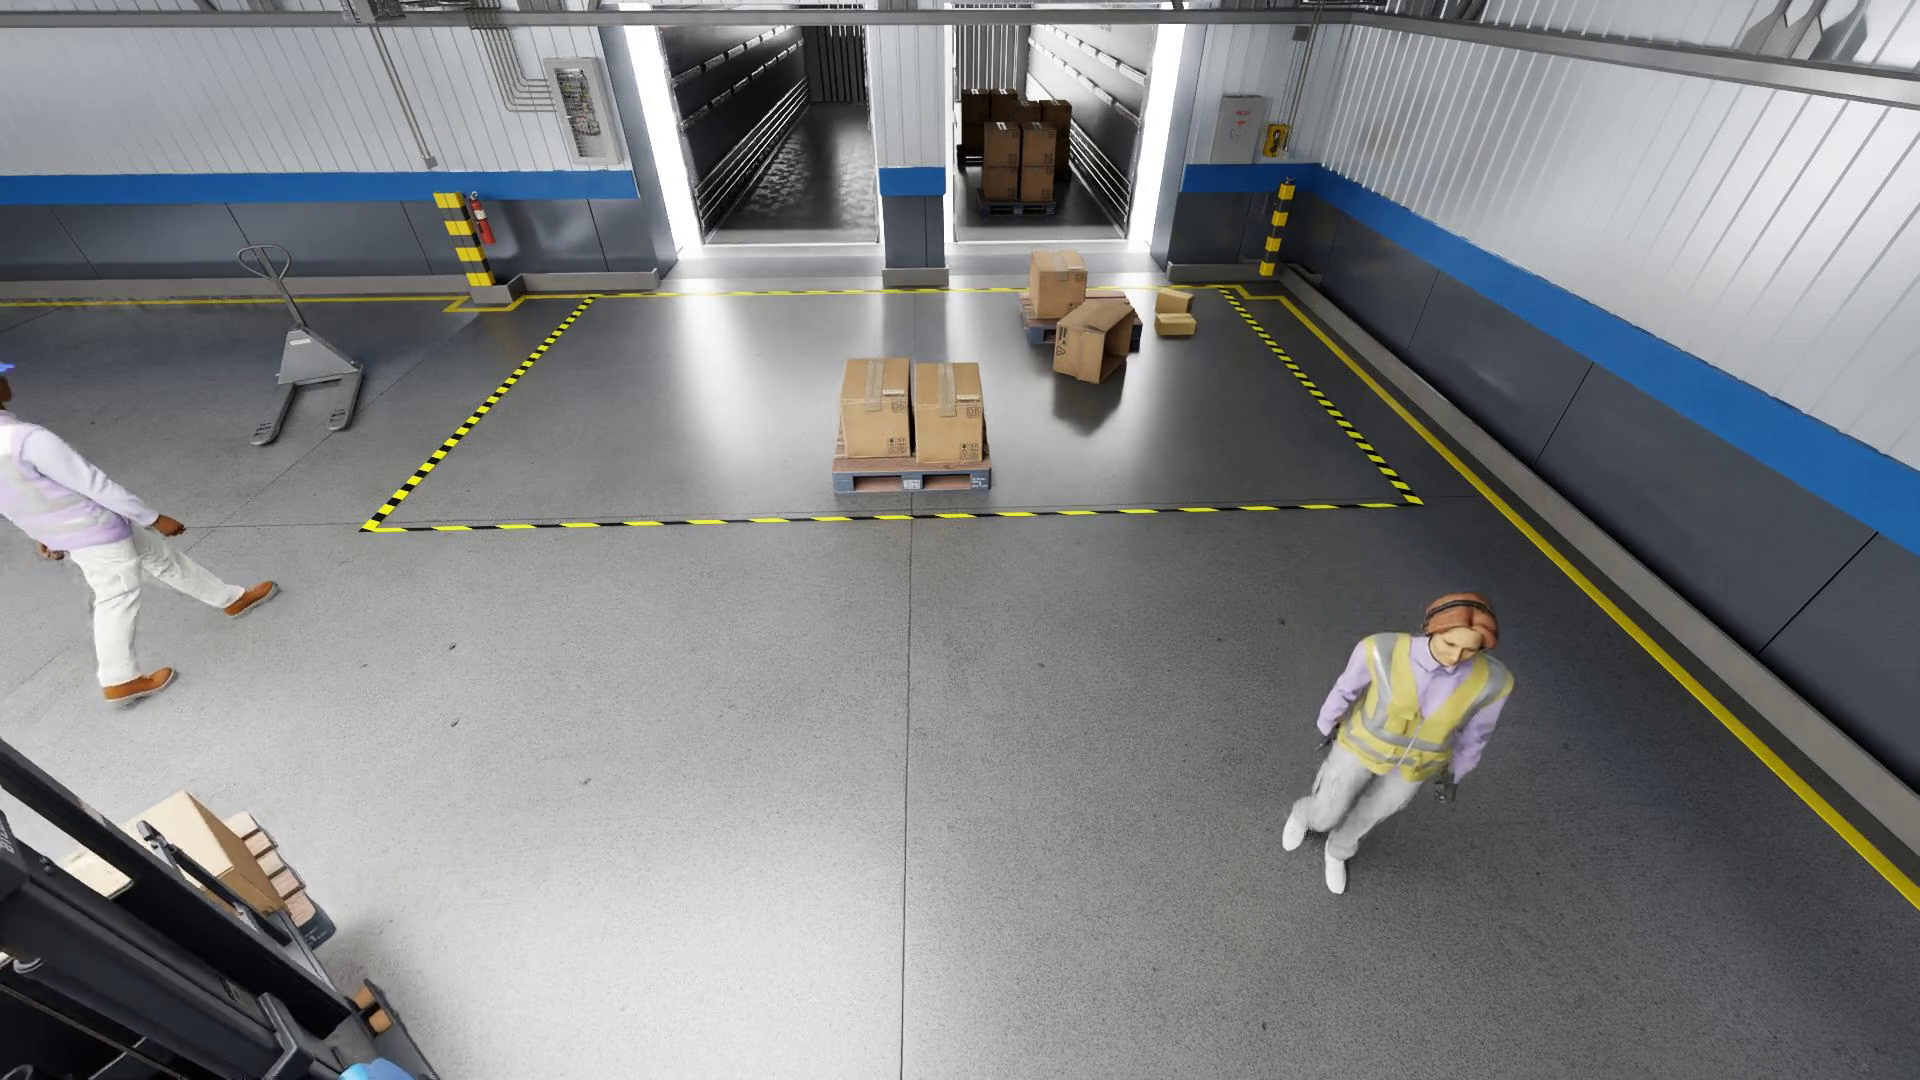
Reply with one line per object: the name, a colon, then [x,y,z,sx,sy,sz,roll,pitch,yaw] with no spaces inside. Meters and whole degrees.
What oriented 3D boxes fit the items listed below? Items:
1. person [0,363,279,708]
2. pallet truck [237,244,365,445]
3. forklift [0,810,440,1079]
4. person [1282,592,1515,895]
person: [-4.478,-0.094,3.778,0.607,1.896,1.016,12,40,14]
pallet truck: [-5.915,-1.733,6.366,0.680,1.201,1.601,-18,42,-21]
forklift: [-1.831,1.500,1.646,0.776,2.013,0.716,24,44,27]
person: [1.640,0.828,2.826,0.517,1.628,0.385,10,40,13]
